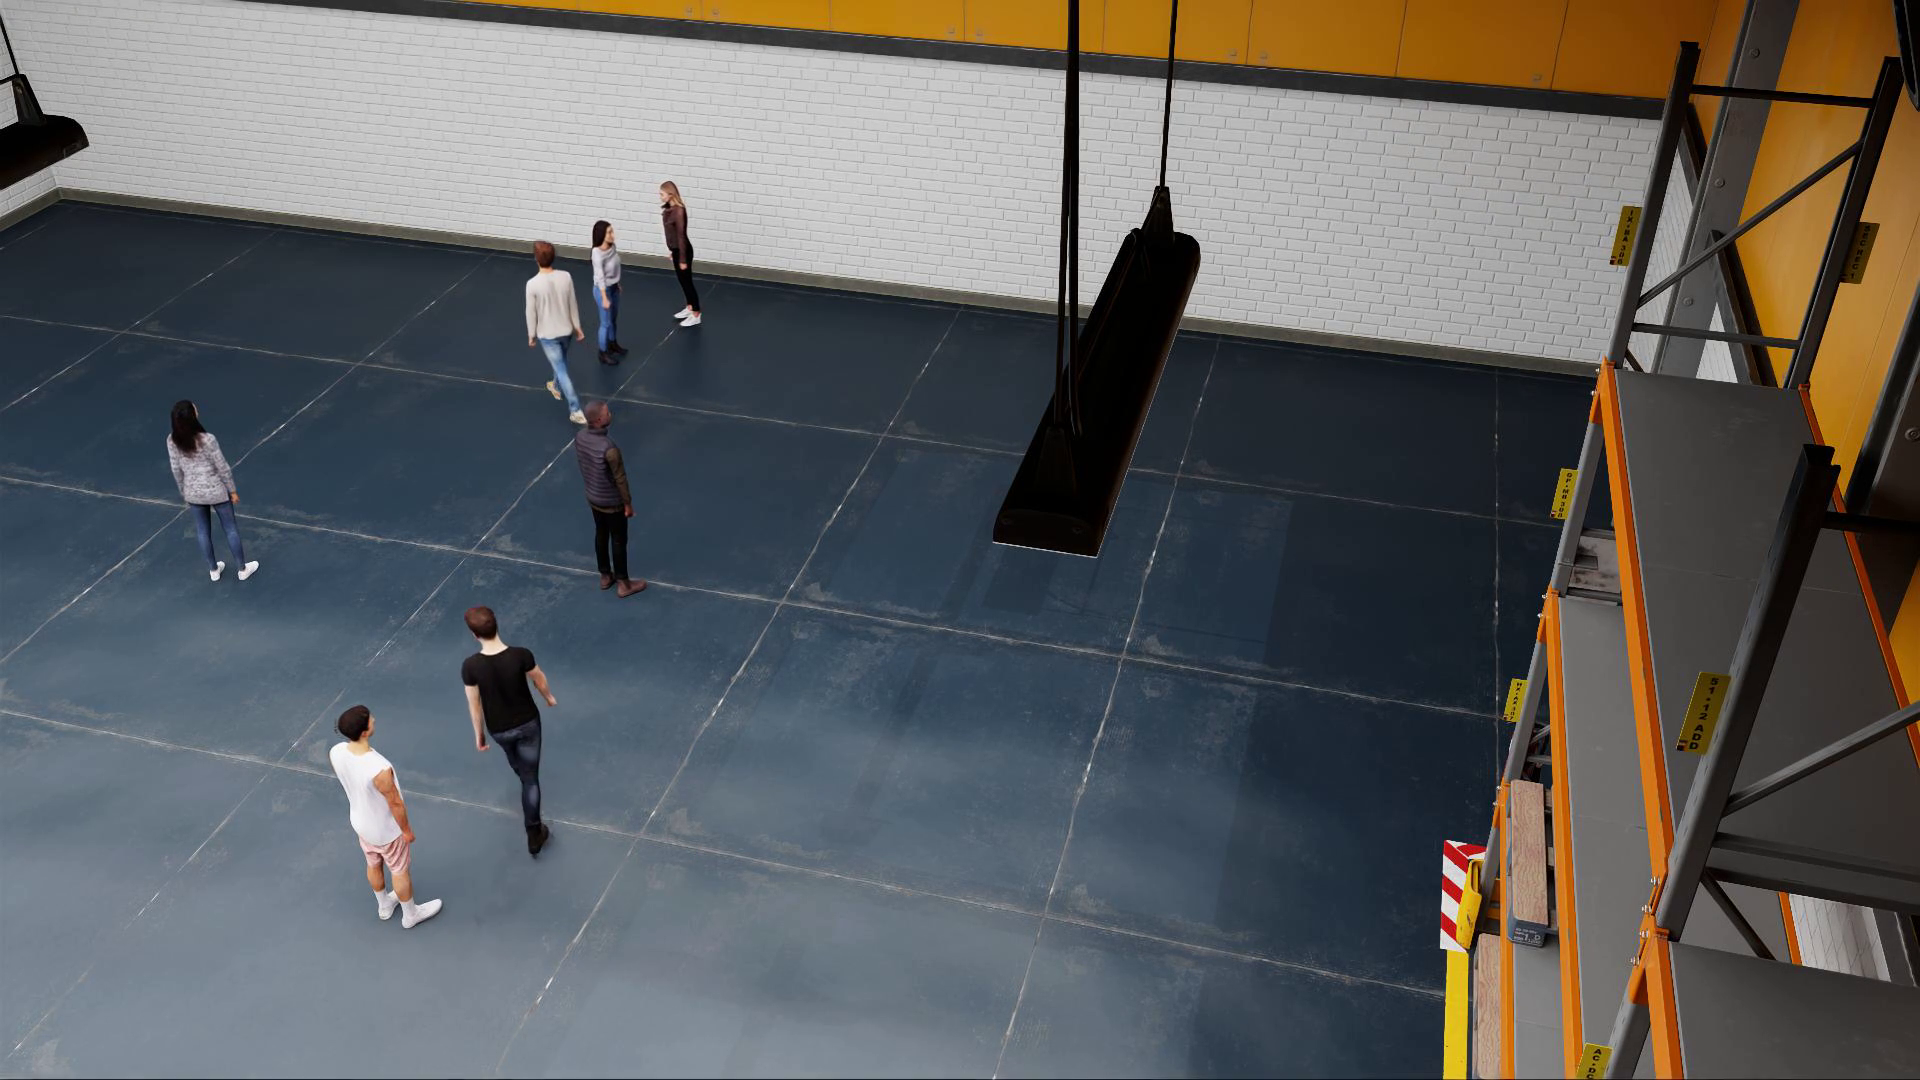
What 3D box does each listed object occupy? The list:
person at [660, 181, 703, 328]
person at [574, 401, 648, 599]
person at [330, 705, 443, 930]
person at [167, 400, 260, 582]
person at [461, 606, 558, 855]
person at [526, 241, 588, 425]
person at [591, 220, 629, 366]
[{"bbox_3d":[-3.101,-3.206,18.544,0.754,1.696,0.678,-14,36,-20],"label":"person"},{"bbox_3d":[-3.003,-0.354,14.126,0.774,1.837,0.732,24,41,32],"label":"person"},{"bbox_3d":[-3.819,1.823,10.893,0.686,1.789,0.647,17,37,23],"label":"person"},{"bbox_3d":[-6.494,-0.426,14.329,0.672,1.731,0.611,0,34,0],"label":"person"},{"bbox_3d":[-3.102,1.356,11.554,1.049,1.836,1.343,-4,34,-6],"label":"person"},{"bbox_3d":[-4.005,-2.026,16.624,1.246,1.855,1.230,-22,39,-29],"label":"person"},{"bbox_3d":[-3.790,-2.669,17.797,0.663,1.627,0.482,9,35,13],"label":"person"}]
